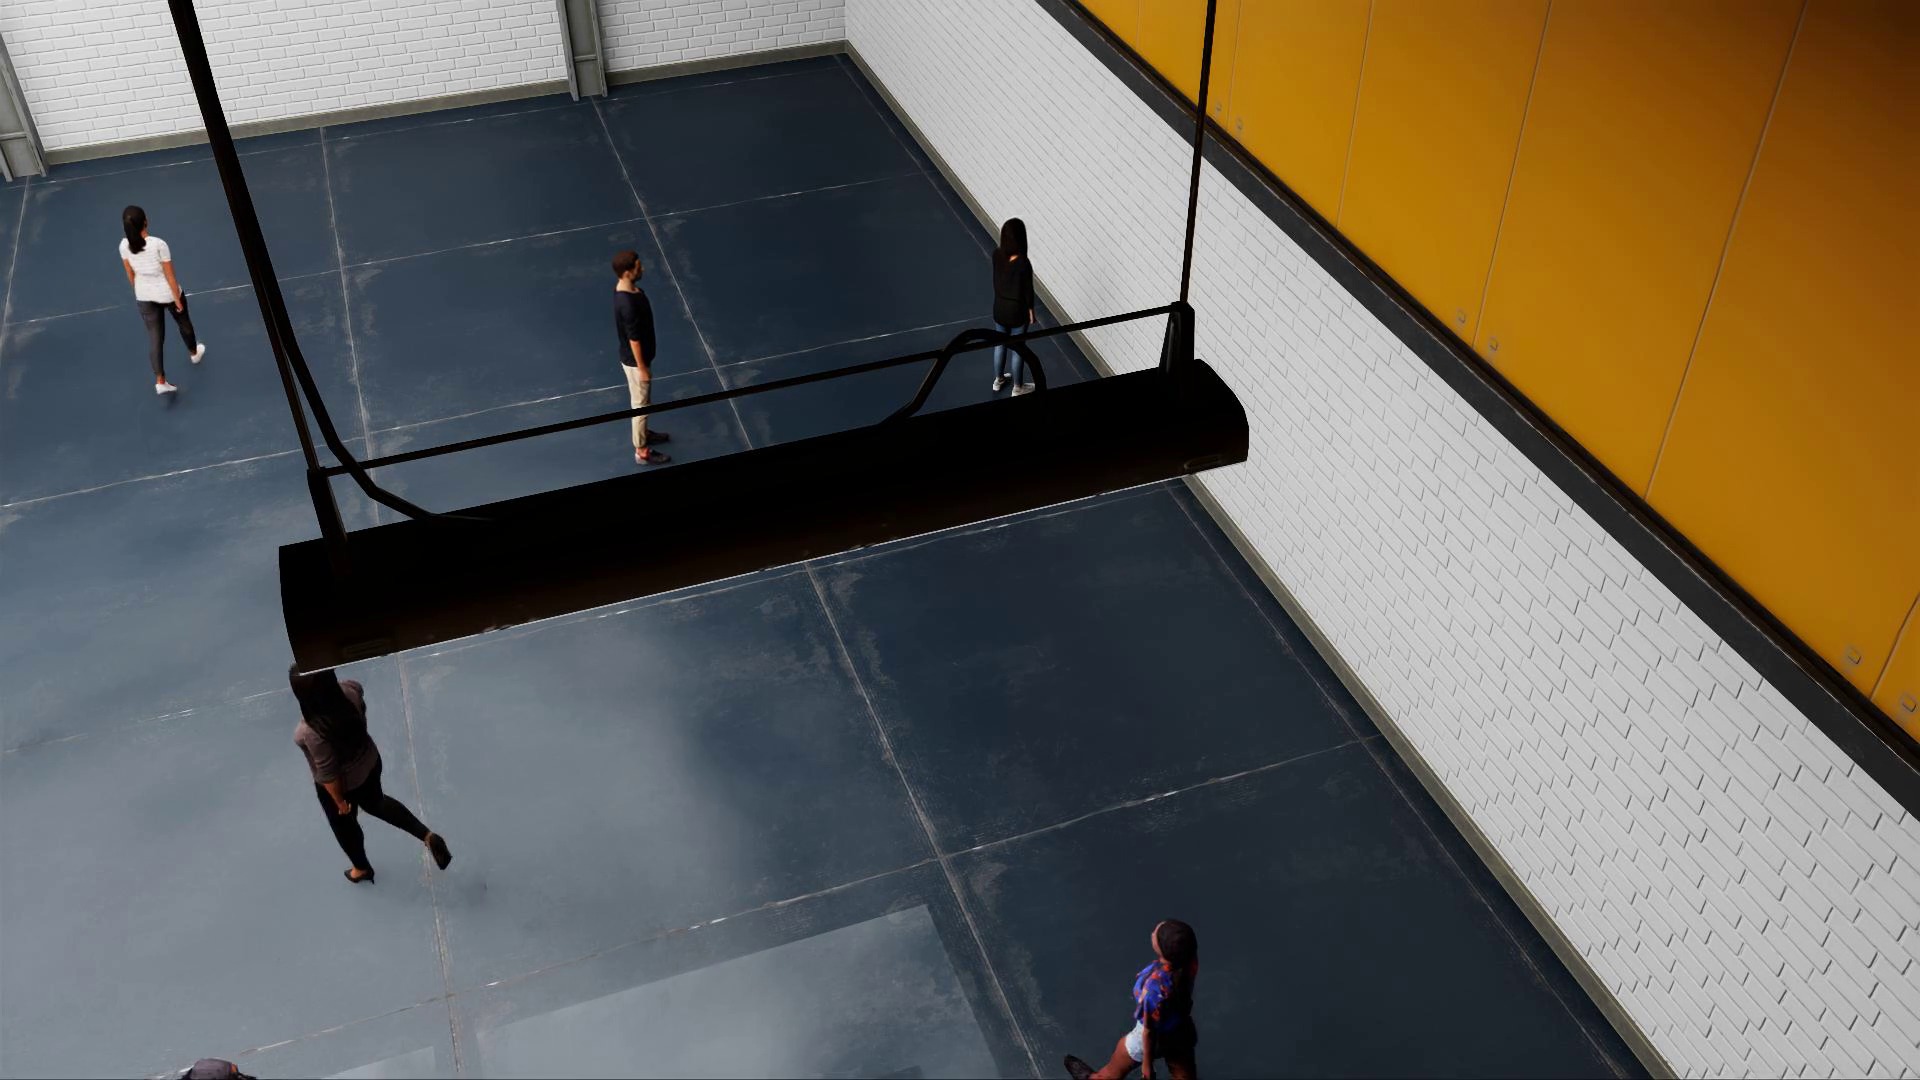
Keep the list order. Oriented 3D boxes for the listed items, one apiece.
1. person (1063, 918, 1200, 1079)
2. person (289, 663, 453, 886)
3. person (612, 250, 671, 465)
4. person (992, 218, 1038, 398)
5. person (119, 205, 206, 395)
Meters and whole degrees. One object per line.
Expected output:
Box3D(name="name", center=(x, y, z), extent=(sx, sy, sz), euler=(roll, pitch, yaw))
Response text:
Box3D(name="person", center=(1.080, 2.545, 8.317), extent=(1.023, 1.687, 1.190), euler=(31, 48, 33))
Box3D(name="person", center=(-3.448, 1.388, 9.657), extent=(1.066, 1.821, 0.971), euler=(12, 40, 14))
Box3D(name="person", center=(-2.577, -1.456, 13.192), extent=(0.560, 1.854, 0.650), euler=(-9, 39, -11))
Box3D(name="person", center=(0.440, -1.958, 13.989), extent=(0.644, 1.645, 0.667), euler=(26, 46, 29))
Box3D(name="person", center=(-6.804, -1.996, 14.072), extent=(1.133, 1.601, 0.853), euler=(-2, 39, -3))
